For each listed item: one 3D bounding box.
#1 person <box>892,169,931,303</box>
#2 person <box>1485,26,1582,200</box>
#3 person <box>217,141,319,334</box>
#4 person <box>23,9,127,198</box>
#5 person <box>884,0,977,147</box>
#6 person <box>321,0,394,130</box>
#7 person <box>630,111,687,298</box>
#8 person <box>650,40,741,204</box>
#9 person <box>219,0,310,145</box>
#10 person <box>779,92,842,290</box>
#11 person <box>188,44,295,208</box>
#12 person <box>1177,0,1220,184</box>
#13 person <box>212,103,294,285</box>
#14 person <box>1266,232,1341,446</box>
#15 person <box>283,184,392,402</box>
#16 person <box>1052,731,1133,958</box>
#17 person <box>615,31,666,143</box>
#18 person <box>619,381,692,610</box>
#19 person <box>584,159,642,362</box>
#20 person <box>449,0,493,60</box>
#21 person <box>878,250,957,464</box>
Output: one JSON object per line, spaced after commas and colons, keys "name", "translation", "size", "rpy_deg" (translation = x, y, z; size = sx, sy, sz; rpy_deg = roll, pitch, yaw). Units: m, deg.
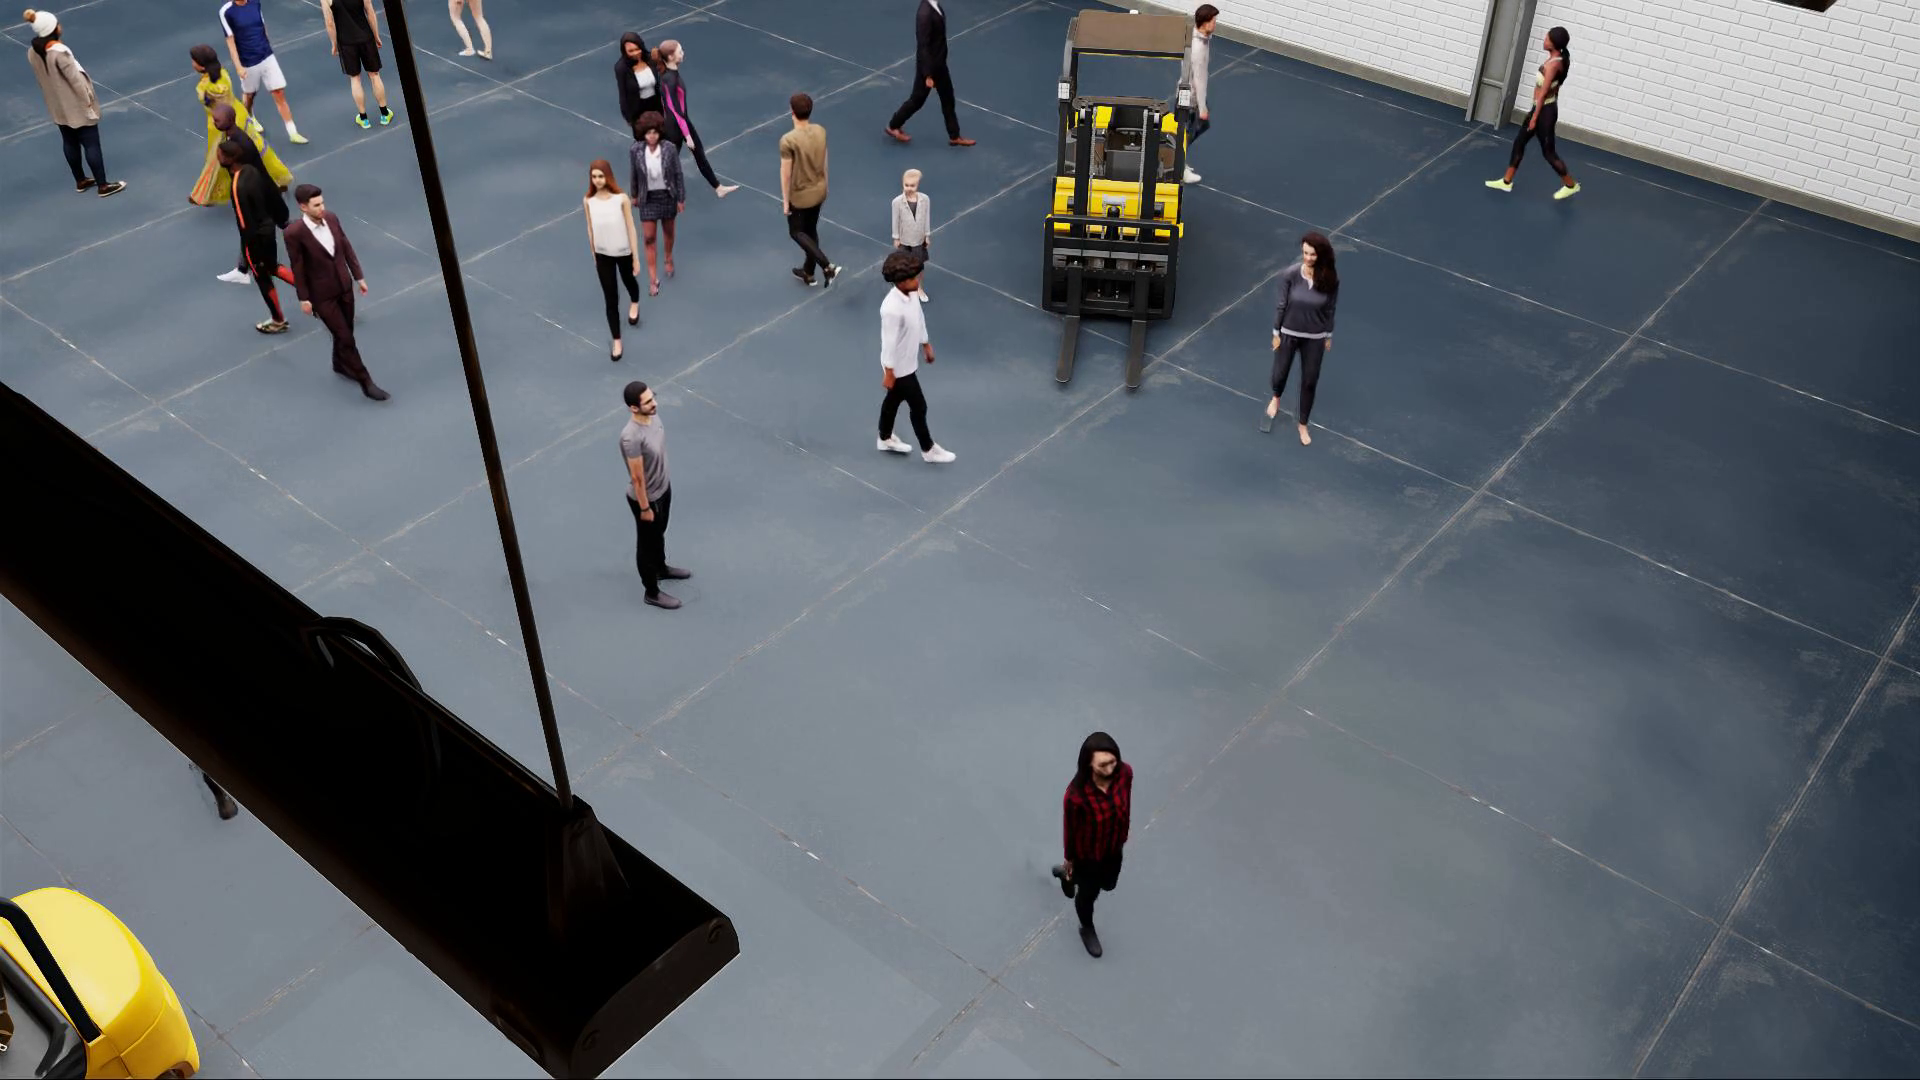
{"name": "person", "translation": [-0.434, -2.713, 14.820], "size": [0.595, 1.275, 0.646], "rpy_deg": [-9, 39, -11]}
{"name": "person", "translation": [5.793, -4.104, 16.220], "size": [1.195, 1.701, 0.802], "rpy_deg": [14, 41, 17]}
{"name": "person", "translation": [-5.910, -2.592, 14.250], "size": [1.014, 1.797, 0.919], "rpy_deg": [-1, 39, -1]}
{"name": "person", "translation": [-8.764, -4.295, 16.307], "size": [0.694, 1.890, 0.824], "rpy_deg": [17, 42, 20]}
{"name": "person", "translation": [-0.400, -4.906, 17.113], "size": [1.344, 1.841, 1.092], "rpy_deg": [8, 39, 10]}
{"name": "person", "translation": [-6.380, -5.284, 17.544], "size": [0.763, 1.892, 0.747], "rpy_deg": [-16, 41, -19]}
{"name": "person", "translation": [-2.712, -3.095, 14.984], "size": [0.981, 1.667, 1.055], "rpy_deg": [-4, 39, -5]}
{"name": "person", "translation": [-2.813, -3.953, 16.025], "size": [1.078, 1.709, 1.067], "rpy_deg": [-6, 39, -8]}
{"name": "person", "translation": [-7.381, -5.003, 17.274], "size": [1.189, 1.791, 0.665], "rpy_deg": [26, 46, 29]}
{"name": "person", "translation": [-1.306, -3.035, 14.778], "size": [0.729, 1.831, 0.963], "rpy_deg": [-31, 48, -33]}
{"name": "person", "translation": [-7.025, -4.024, 16.204], "size": [1.243, 1.597, 1.308], "rpy_deg": [-11, 40, -14]}
{"name": "person", "translation": [2.209, -4.407, 16.493], "size": [0.827, 1.835, 0.820], "rpy_deg": [6, 39, 8]}
{"name": "person", "translation": [-6.224, -3.125, 14.990], "size": [0.870, 1.706, 1.158], "rpy_deg": [-30, 47, -32]}
{"name": "person", "translation": [2.668, -1.632, 13.072], "size": [0.881, 1.768, 0.909], "rpy_deg": [0, 39, 0]}
{"name": "person", "translation": [-5.166, -2.058, 13.553], "size": [1.062, 1.833, 0.814], "rpy_deg": [21, 43, 24]}
{"name": "person", "translation": [0.684, 1.606, 9.113], "size": [0.693, 1.649, 0.812], "rpy_deg": [-23, 44, -26]}
{"name": "person", "translation": [-3.235, -4.336, 16.593], "size": [0.633, 1.597, 0.654], "rpy_deg": [26, 45, 29]}
{"name": "person", "translation": [-2.144, -0.346, 11.472], "size": [0.728, 1.754, 0.708], "rpy_deg": [4, 39, 5]}
{"name": "person", "translation": [-2.916, -2.469, 14.187], "size": [1.084, 1.683, 1.090], "rpy_deg": [0, 39, 1]}
{"name": "person", "translation": [-5.573, -6.255, 18.973], "size": [0.673, 1.626, 0.645], "rpy_deg": [20, 43, 24]}
{"name": "person", "translation": [-0.526, -1.409, 12.777], "size": [1.029, 1.787, 0.885], "rpy_deg": [10, 40, 12]}
